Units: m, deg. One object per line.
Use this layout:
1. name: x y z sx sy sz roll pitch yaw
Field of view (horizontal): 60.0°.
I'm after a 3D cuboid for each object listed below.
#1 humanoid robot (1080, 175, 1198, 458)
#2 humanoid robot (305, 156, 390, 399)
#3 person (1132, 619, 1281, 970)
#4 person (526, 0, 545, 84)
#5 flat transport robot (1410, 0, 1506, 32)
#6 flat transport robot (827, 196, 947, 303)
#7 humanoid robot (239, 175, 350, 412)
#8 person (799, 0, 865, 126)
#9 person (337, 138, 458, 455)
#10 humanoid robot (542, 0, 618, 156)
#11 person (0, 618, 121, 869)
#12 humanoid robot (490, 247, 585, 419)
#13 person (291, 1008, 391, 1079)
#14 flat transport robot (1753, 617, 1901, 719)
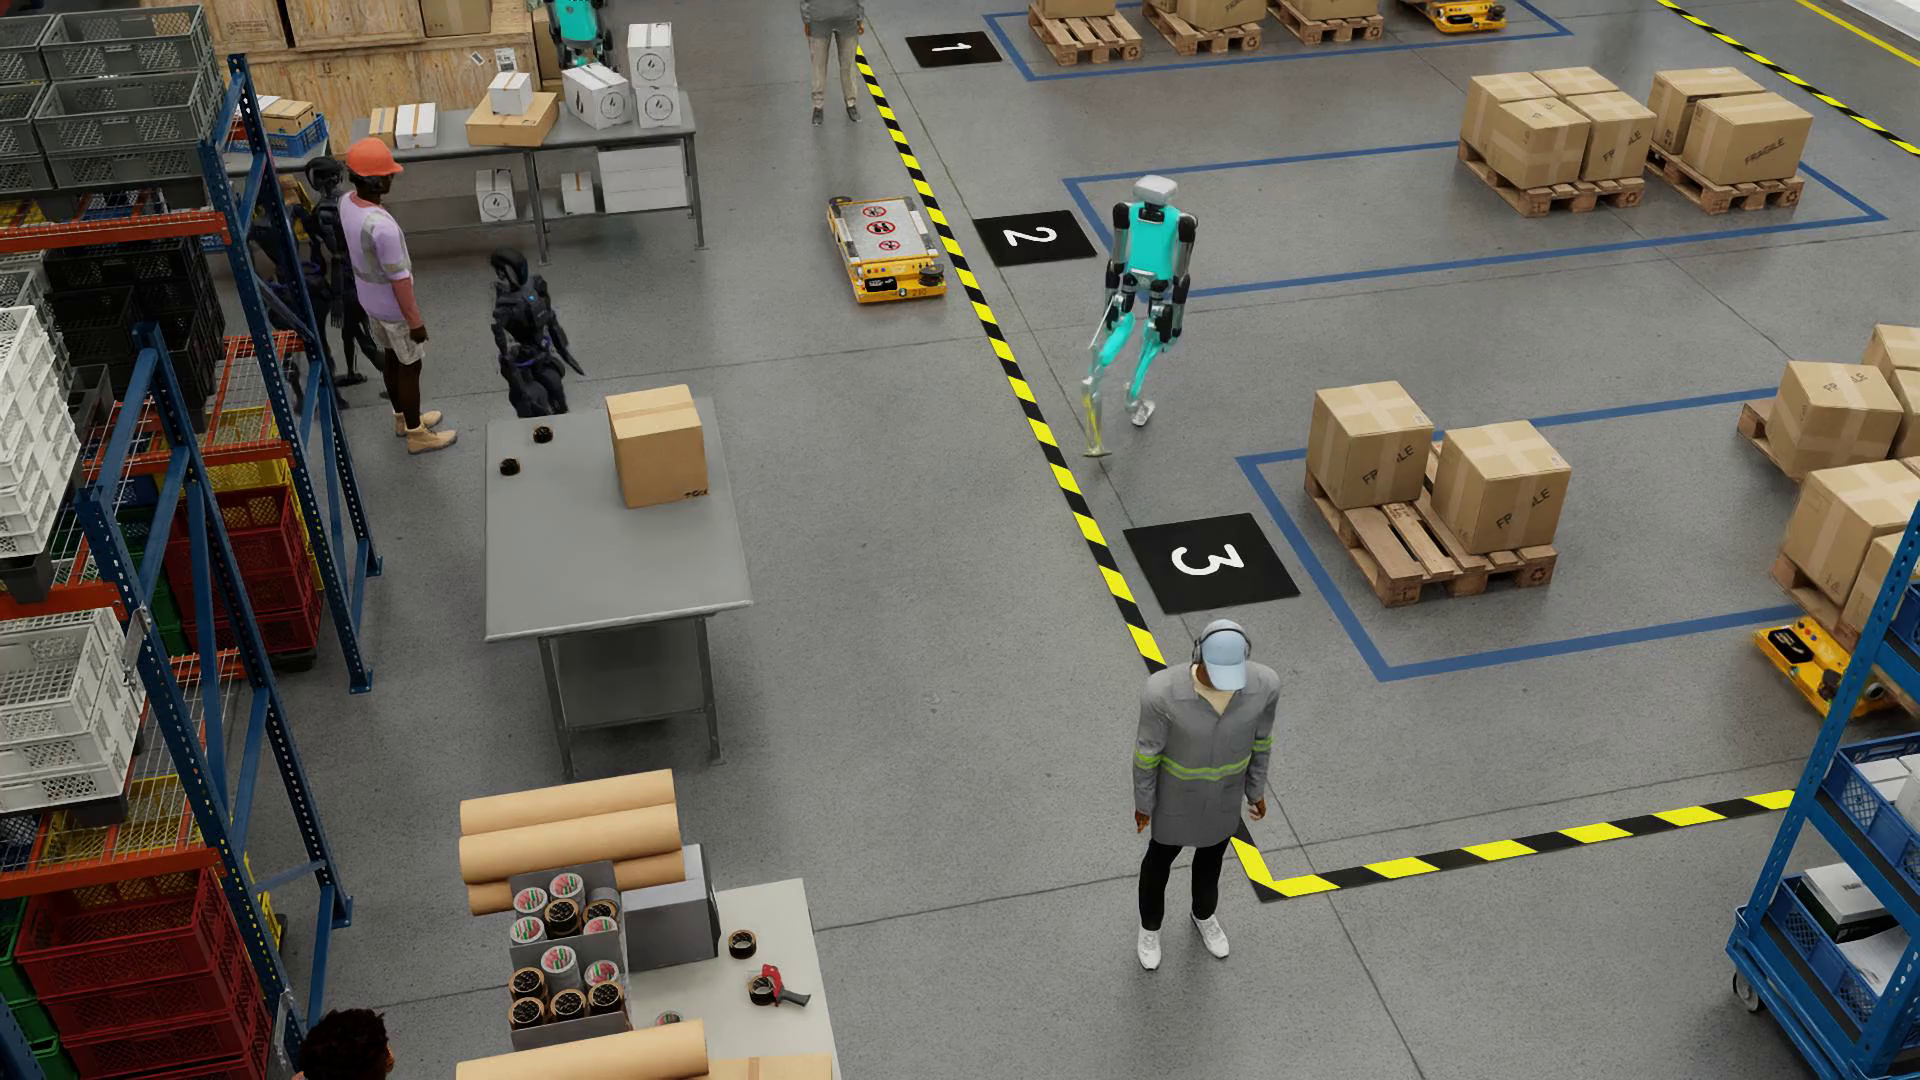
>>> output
1. humanoid robot: 1.002 -1.222 10.014 0.535 1.750 1.054 18 40 22
2. humanoid robot: -3.927 -1.639 10.601 0.613 1.640 0.616 -5 37 -7
3. person: 0.992 1.046 6.825 0.588 1.847 0.396 -6 37 -8
4. person: -3.458 -4.550 14.273 0.411 1.939 0.602 22 42 27
5. flat transport robot: 4.944 -5.536 16.971 0.652 0.197 1.431 -8 37 -10
6. flat transport robot: -0.570 -2.220 12.538 0.659 0.231 1.431 -8 37 -10
7. humanoid robot: -4.199 -1.542 10.441 0.376 1.648 0.604 20 41 25
8. person: -1.091 -4.464 14.296 0.563 1.768 0.398 -6 37 -9
9. person: -3.400 -1.446 10.029 0.405 2.031 0.607 -27 44 -31
10. humanoid robot: -2.978 -3.941 13.628 0.530 1.771 0.792 9 38 12
11. person: -4.142 0.782 7.182 0.624 1.846 0.429 -16 39 -20
12. humanoid robot: -2.492 -0.983 9.725 0.511 1.652 0.596 11 38 14
13. person: -1.767 2.163 5.226 0.613 1.962 0.361 24 43 29
14. flat transport robot: 5.036 0.564 8.773 1.431 0.197 0.652 -8 37 -10
